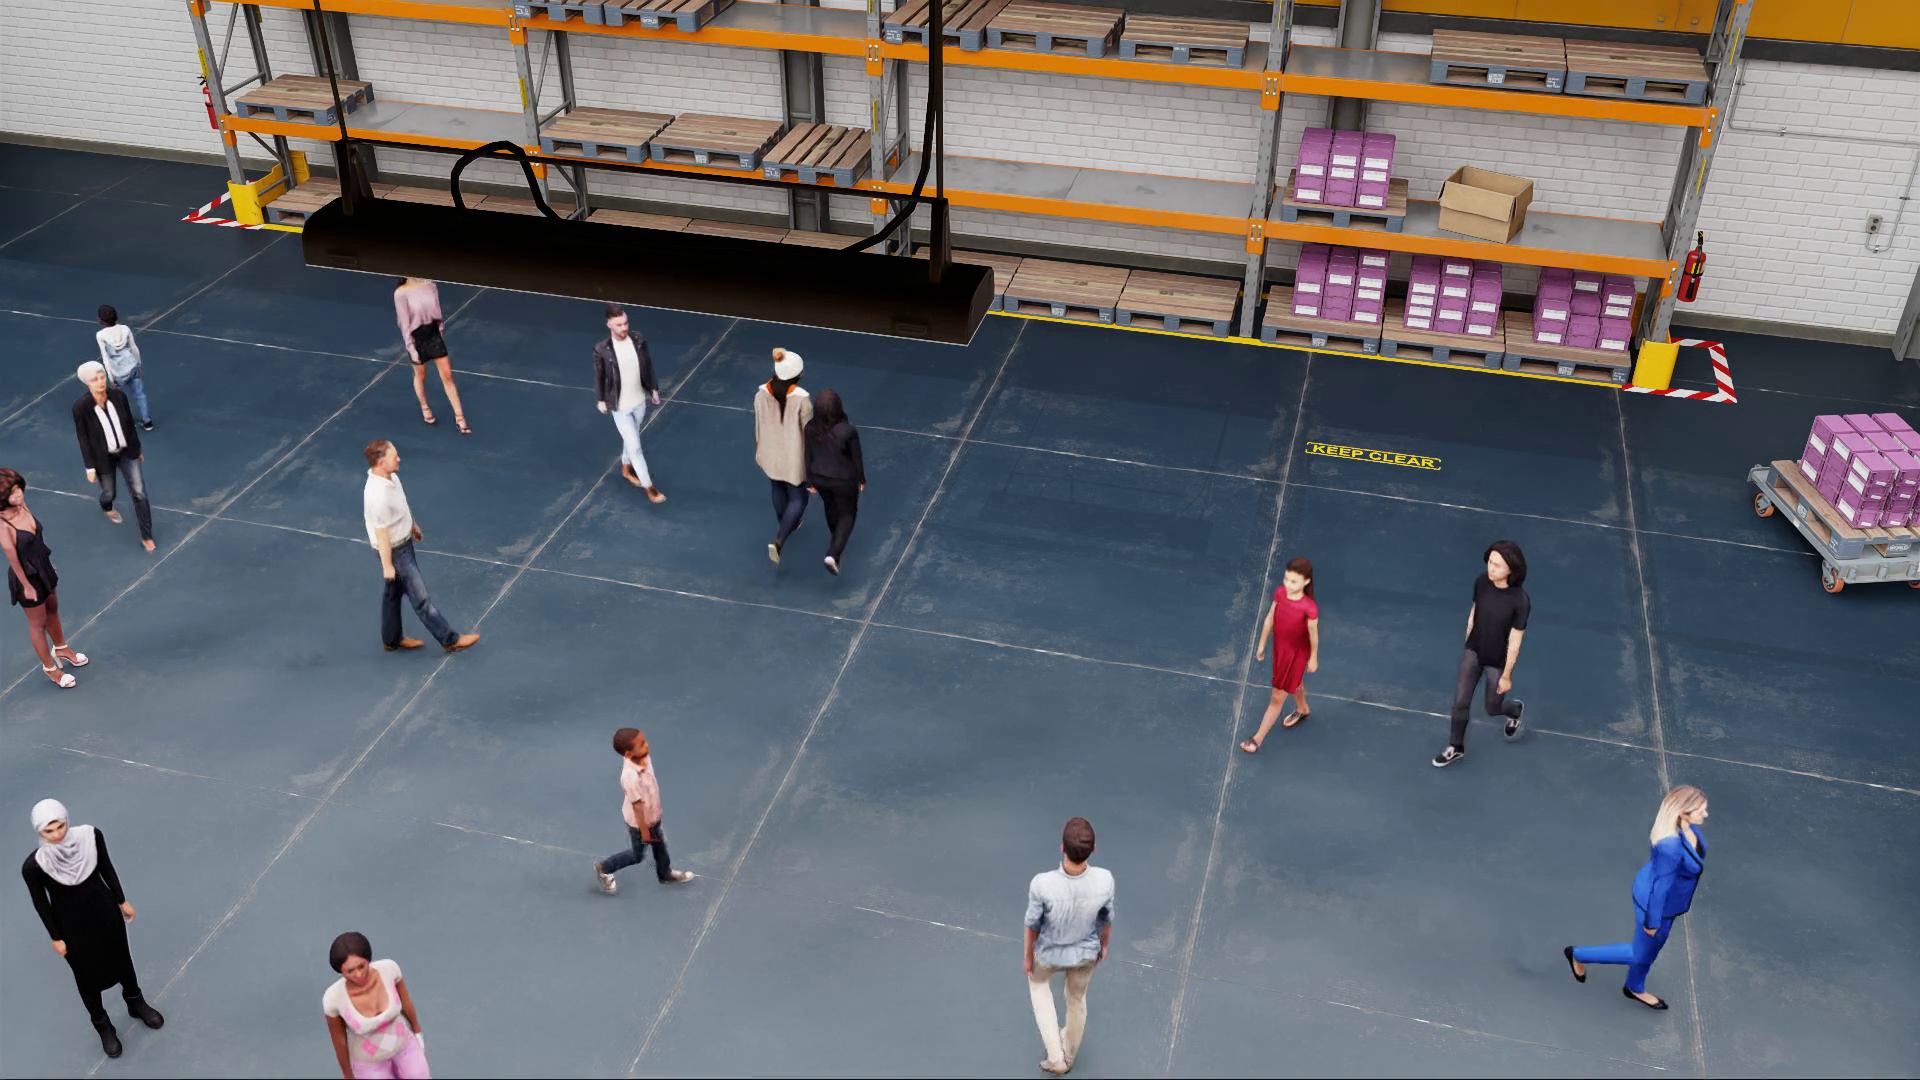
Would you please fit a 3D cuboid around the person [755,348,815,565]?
[{"bbox_3d":[-1.463,-0.671,13.554,1.019,1.878,0.853,10,35,15],"label":"person"}]

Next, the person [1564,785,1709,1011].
[{"bbox_3d":[3.937,2.053,9.630,0.929,1.686,0.741,17,37,24],"label":"person"}]

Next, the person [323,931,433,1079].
[{"bbox_3d":[-3.040,2.646,8.698,0.708,1.728,0.755,-23,40,-30],"label":"person"}]

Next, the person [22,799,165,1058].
[{"bbox_3d":[-4.931,2.154,9.392,0.668,1.780,0.678,24,41,32],"label":"person"}]

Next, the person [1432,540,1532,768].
[{"bbox_3d":[3.717,0.766,11.453,1.055,1.810,1.036,-21,39,-28],"label":"person"}]

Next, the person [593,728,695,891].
[{"bbox_3d":[-2.066,1.722,10.483,0.862,1.291,0.585,2,34,3],"label":"person"}]

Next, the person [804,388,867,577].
[{"bbox_3d":[-1.028,-0.451,13.480,0.933,1.594,0.719,9,35,13],"label":"person"}]

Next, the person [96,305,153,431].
[{"bbox_3d":[-7.774,-1.579,15.494,0.780,1.243,0.675,27,42,34],"label":"person"}]

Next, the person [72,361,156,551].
[{"bbox_3d":[-7.122,-0.679,13.871,1.102,1.767,1.172,-26,41,-33],"label":"person"}]

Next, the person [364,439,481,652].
[{"bbox_3d":[-4.329,0.078,12.470,1.116,1.831,0.933,-4,34,-6],"label":"person"}]

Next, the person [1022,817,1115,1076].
[{"bbox_3d":[0.593,2.314,9.101,0.770,1.836,0.843,-4,34,-6],"label":"person"}]

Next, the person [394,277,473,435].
[{"bbox_3d":[-5.019,-1.834,15.391,0.937,1.781,1.100,-28,43,-35],"label":"person"}]

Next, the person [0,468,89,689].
[{"bbox_3d":[-6.817,0.272,12.216,0.625,1.788,0.628,-1,34,-1],"label":"person"}]

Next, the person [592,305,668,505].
[{"bbox_3d":[-2.930,-1.229,14.462,1.050,1.802,1.196,-26,41,-33],"label":"person"}]

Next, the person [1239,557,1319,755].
[{"bbox_3d":[2.380,0.752,11.742,1.005,1.513,1.038,-24,41,-32],"label":"person"}]
